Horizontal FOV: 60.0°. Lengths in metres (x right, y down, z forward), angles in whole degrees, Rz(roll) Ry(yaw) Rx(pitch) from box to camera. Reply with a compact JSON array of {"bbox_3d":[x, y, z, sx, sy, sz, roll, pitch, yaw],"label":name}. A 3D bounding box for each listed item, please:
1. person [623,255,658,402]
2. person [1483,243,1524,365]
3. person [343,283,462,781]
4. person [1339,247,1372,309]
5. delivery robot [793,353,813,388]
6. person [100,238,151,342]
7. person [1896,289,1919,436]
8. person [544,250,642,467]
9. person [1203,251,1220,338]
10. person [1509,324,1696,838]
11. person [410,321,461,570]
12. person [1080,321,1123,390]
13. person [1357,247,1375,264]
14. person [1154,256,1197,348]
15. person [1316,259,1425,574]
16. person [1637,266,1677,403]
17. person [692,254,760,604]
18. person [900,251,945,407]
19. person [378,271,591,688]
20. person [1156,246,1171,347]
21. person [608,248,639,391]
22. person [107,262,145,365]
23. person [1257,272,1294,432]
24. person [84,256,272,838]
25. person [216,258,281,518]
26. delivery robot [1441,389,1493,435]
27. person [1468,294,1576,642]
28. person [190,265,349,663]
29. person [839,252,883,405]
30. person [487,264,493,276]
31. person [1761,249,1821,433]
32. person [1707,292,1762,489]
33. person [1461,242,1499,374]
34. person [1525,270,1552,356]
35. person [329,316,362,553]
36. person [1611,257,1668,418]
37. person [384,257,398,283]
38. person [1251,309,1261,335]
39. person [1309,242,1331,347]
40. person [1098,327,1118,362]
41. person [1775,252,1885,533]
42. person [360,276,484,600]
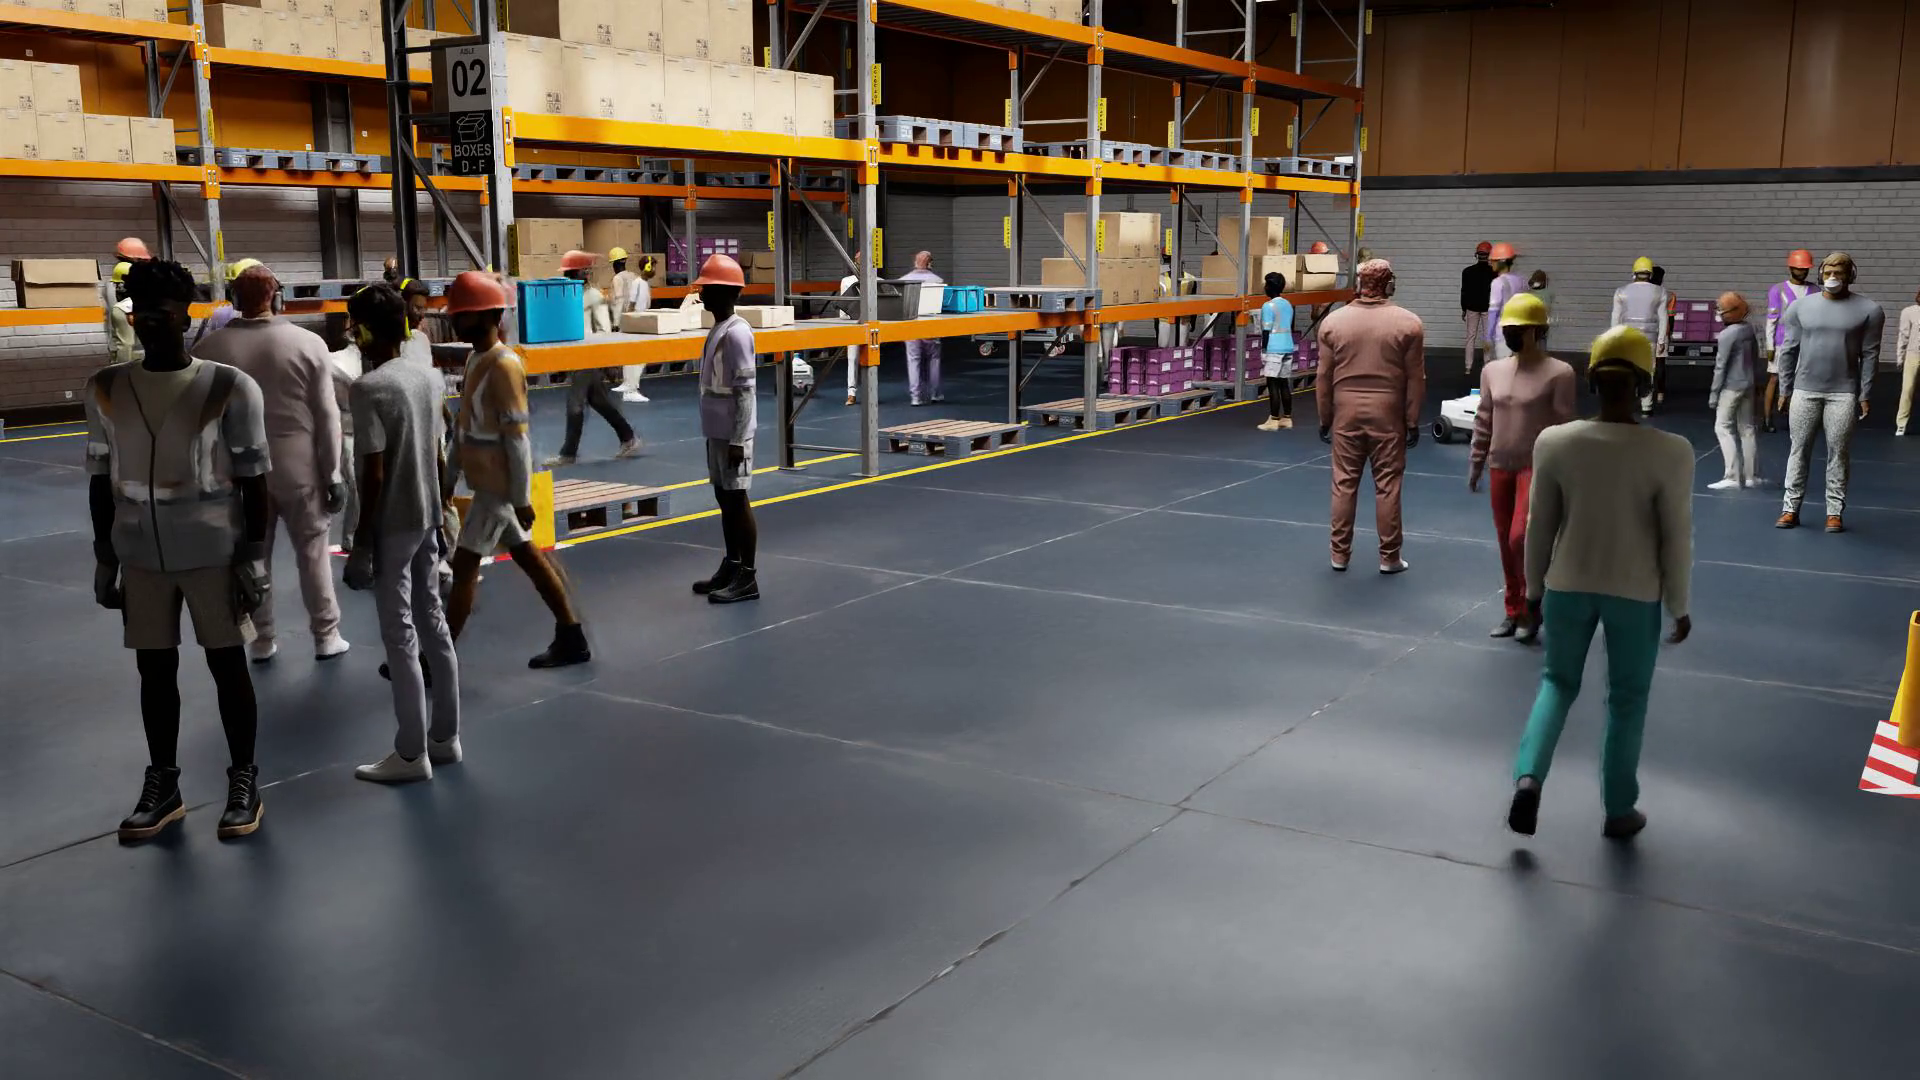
[{"bbox_3d":[-4.034,-2.649,20.906,0.504,1.823,0.566,1,10,5],"label":"person"},{"bbox_3d":[6.122,-2.300,18.508,1.014,2.007,0.625,8,13,39],"label":"person"},{"bbox_3d":[-2.113,-0.019,6.241,0.327,1.862,0.519,3,11,18],"label":"person"},{"bbox_3d":[6.080,-3.472,25.236,0.662,1.899,0.807,0,10,1],"label":"person"},{"bbox_3d":[-2.133,-2.180,21.566,0.477,0.478,0.707,-3,11,-16],"label":"delivery robot"},{"bbox_3d":[-7.544,-1.738,15.255,0.615,2.040,0.390,5,11,25],"label":"person"},{"bbox_3d":[9.920,-1.864,17.115,0.508,1.626,0.279,5,11,25],"label":"person"},{"bbox_3d":[-3.343,-1.660,15.131,1.030,1.943,0.592,-8,13,-37],"label":"person"},{"bbox_3d":[4.268,-3.928,27.971,0.430,1.837,0.619,3,11,17],"label":"person"},{"bbox_3d":[2.127,0.168,5.497,0.542,1.754,0.626,8,13,39],"label":"person"},{"bbox_3d":[-3.265,-0.521,9.697,0.763,1.605,0.535,-7,12,-34],"label":"person"},{"bbox_3d":[1.896,-2.906,22.383,0.600,1.836,0.537,1,10,5],"label":"person"},{"bbox_3d":[6.303,-3.718,26.594,0.849,1.913,0.544,2,11,13],"label":"person"},{"bbox_3d":[2.992,-3.051,23.120,0.625,1.836,0.429,0,10,-1],"label":"person"},{"bbox_3d":[2.499,-0.746,10.138,0.643,1.908,0.399,5,11,24],"label":"person"},{"bbox_3d":[8.623,-2.554,20.726,0.538,1.698,0.320,3,11,15],"label":"person"},{"bbox_3d":[-1.320,-0.619,9.332,0.341,1.942,0.552,-5,11,-23],"label":"person"},{"bbox_3d":[-0.435,-2.597,20.455,0.643,1.880,0.800,2,10,12],"label":"person"},{"bbox_3d":[-2.169,-0.281,7.627,0.997,1.887,0.545,-5,11,-25],"label":"person"},{"bbox_3d":[3.629,-4.195,29.164,0.543,1.938,0.357,4,11,23],"label":"person"},{"bbox_3d":[-4.519,-2.949,22.308,0.382,1.920,0.585,2,10,12],"label":"person"},{"bbox_3d":[-7.122,-1.474,14.373,0.404,1.830,0.601,1,10,5],"label":"person"},{"bbox_3d":[3.366,-2.000,17.700,0.327,1.687,0.536,9,14,41],"label":"person"},{"bbox_3d":[-2.639,0.037,5.628,0.607,1.966,0.366,0,10,-2],"label":"person"},{"bbox_3d":[-5.137,-1.040,11.798,0.610,1.900,0.710,10,14,43],"label":"person"},{"bbox_3d":[5.087,-1.252,16.425,0.477,0.478,0.707,-4,11,-22],"label":"delivery robot"},{"bbox_3d":[2.801,-0.350,8.354,0.462,1.754,0.549,-8,13,-38],"label":"person"},{"bbox_3d":[-3.289,-0.350,7.948,0.663,1.906,0.407,-2,10,-10],"label":"person"},{"bbox_3d":[-1.191,-2.591,20.425,0.576,1.882,0.355,0,10,-2],"label":"person"},{"bbox_3d":[-5.308,-2.285,19.062,0.316,1.765,0.523,-1,10,-6],"label":"person"},{"bbox_3d":[8.723,-2.068,17.423,0.548,1.929,0.411,0,10,-1],"label":"person"},{"bbox_3d":[6.360,-1.222,13.597,0.655,1.607,0.346,-7,12,-34],"label":"person"},{"bbox_3d":[7.859,-3.485,25.067,0.611,1.995,0.380,5,11,25],"label":"person"},{"bbox_3d":[8.194,-3.062,23.835,0.846,1.582,0.537,-5,11,-26],"label":"person"},{"bbox_3d":[-3.757,-0.642,10.454,0.866,1.584,0.516,7,13,35],"label":"person"},{"bbox_3d":[7.748,-2.306,18.989,0.602,1.829,0.404,5,11,25],"label":"person"},{"bbox_3d":[-5.971,-2.091,17.771,0.430,1.845,0.624,-1,10,-6],"label":"person"},{"bbox_3d":[4.584,-3.434,25.110,0.376,1.879,0.591,-3,11,-19],"label":"person"},{"bbox_3d":[5.571,-3.620,25.822,0.396,1.990,0.621,5,11,27],"label":"person"},{"bbox_3d":[2.399,-3.937,27.727,0.627,1.941,0.370,-5,11,-24],"label":"person"},{"bbox_3d":[6.032,-1.023,11.584,0.631,1.940,0.372,6,12,32],"label":"person"},{"bbox_3d":[-3.091,-0.567,9.410,0.933,1.813,0.498,3,11,16],"label":"person"}]
